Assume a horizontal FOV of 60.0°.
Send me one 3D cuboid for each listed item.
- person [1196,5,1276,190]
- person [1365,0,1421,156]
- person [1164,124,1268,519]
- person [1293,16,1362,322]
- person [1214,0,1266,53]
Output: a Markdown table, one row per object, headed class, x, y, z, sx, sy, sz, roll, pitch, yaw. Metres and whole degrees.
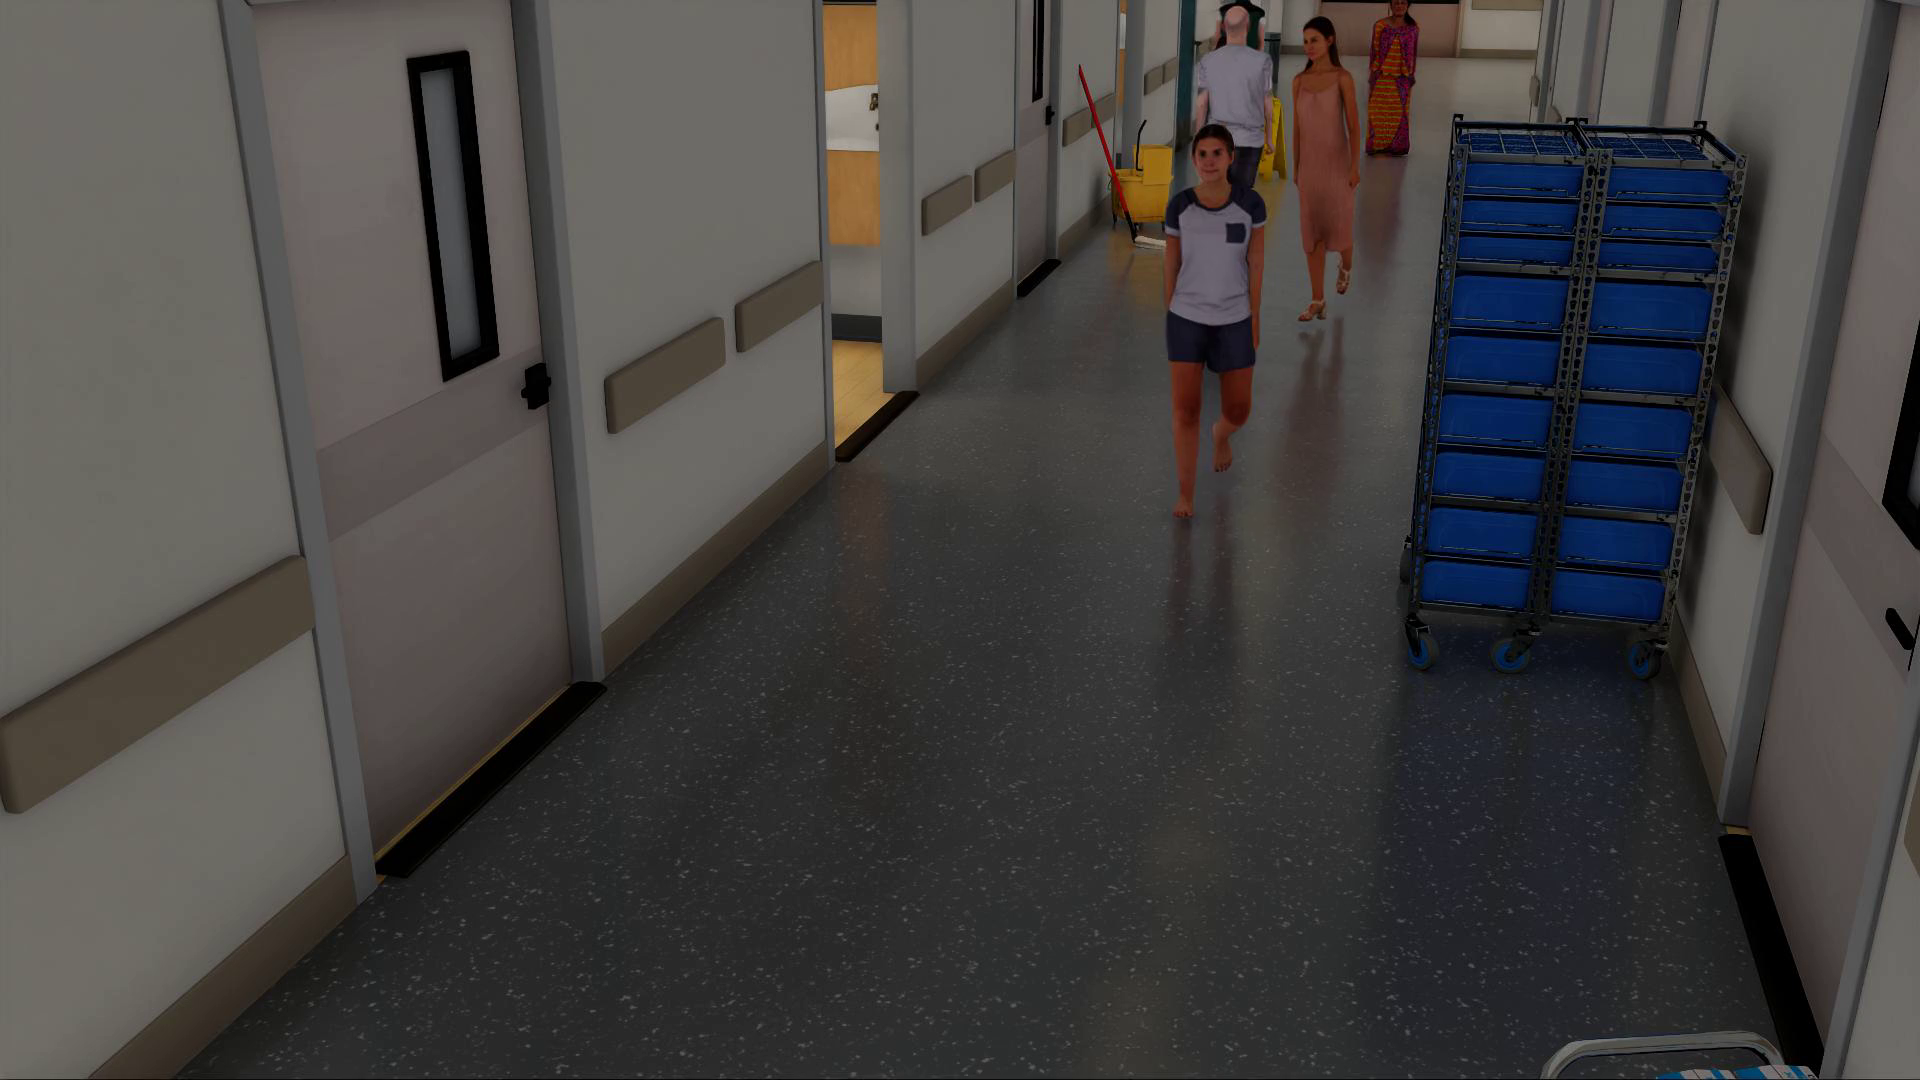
| class | x | y | z | sx | sy | sz | roll | pitch | yaw |
| --- | --- | --- | --- | --- | --- | --- | --- | --- | --- |
| person | 1.826 | -2.629 | 11.212 | 0.848 | 1.803 | 1.274 | 10 | 23 | 26 |
| person | 4.491 | -4.841 | 17.201 | 0.708 | 1.682 | 0.721 | 1 | 21 | 2 |
| person | 1.057 | -0.911 | 6.959 | 0.636 | 1.602 | 0.896 | 3 | 21 | 7 |
| person | 2.296 | -2.272 | 10.281 | 0.900 | 1.794 | 1.161 | 12 | 24 | 28 |
| person | 2.755 | -4.681 | 16.587 | 0.650 | 1.833 | 0.630 | 6 | 21 | 15 |
